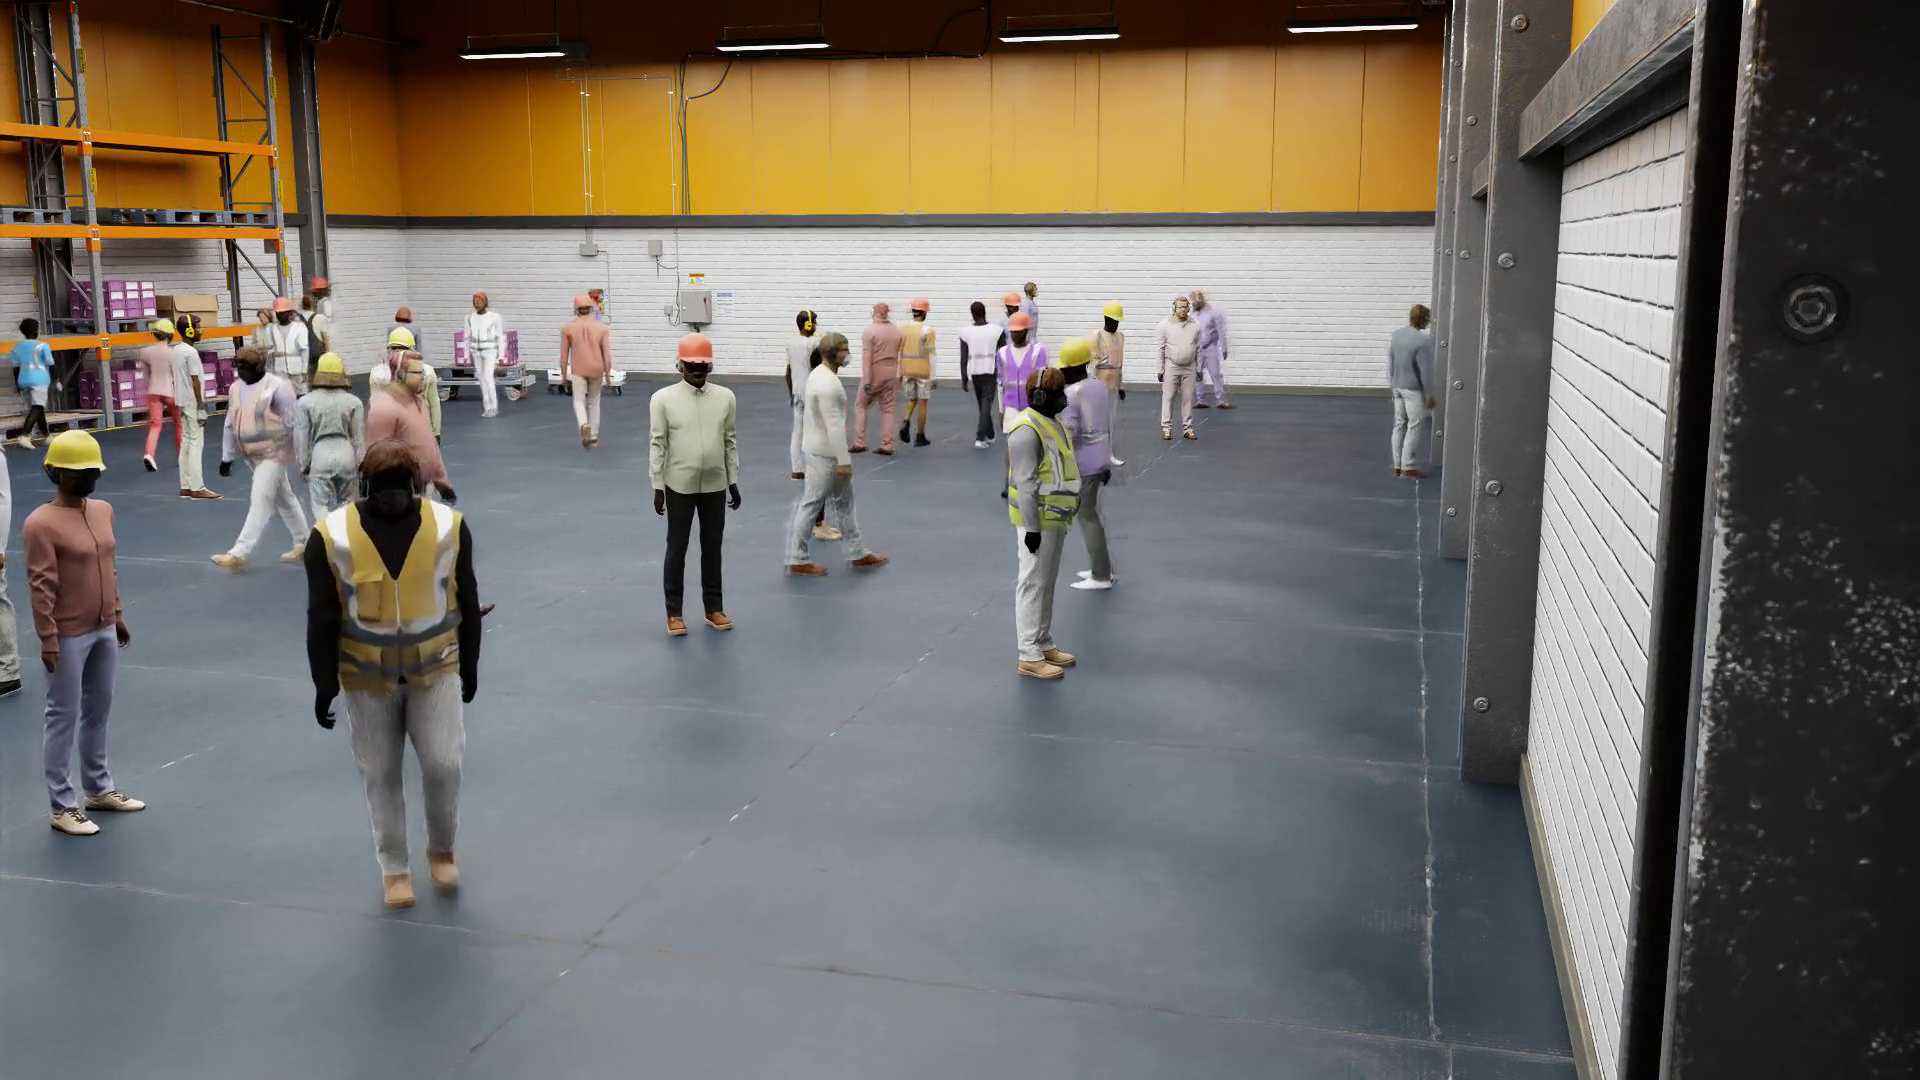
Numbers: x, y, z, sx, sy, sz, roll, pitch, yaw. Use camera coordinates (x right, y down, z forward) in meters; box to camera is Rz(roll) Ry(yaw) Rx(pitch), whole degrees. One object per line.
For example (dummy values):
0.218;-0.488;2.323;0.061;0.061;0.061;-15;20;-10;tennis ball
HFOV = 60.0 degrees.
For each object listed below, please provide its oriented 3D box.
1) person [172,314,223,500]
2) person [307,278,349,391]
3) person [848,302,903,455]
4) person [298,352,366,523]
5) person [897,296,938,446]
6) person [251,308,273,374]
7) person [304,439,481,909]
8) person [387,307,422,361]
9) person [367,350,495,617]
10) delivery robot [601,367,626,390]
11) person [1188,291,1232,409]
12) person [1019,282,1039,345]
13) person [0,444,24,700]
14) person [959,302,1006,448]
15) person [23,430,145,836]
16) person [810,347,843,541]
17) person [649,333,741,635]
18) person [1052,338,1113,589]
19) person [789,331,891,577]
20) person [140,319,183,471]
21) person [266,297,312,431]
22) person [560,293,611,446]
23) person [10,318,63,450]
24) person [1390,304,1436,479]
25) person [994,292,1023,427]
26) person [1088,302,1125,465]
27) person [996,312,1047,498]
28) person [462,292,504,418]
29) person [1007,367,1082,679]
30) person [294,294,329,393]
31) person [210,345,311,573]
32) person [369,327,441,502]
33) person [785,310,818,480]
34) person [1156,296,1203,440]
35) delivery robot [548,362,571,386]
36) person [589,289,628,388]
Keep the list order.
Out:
-7.771;-1.344;16.845;0.516;1.871;0.325;10;14;43;person
-11.183;-3.586;29.163;0.866;2.008;0.630;-8;13;-37;person
-1.045;-1.992;20.509;0.644;1.868;0.730;-9;13;-42;person
-4.879;-0.592;12.967;0.494;1.728;0.571;-5;11;-25;person
-0.549;-2.138;21.191;0.569;1.919;0.464;6;11;29;person
-10.466;-2.699;25.222;0.518;1.625;0.440;1;10;4;person
-2.164;0.523;6.409;0.641;1.831;0.440;-4;11;-20;person
-8.653;-2.815;25.885;0.519;1.605;0.507;-6;12;-31;person
-3.607;-0.338;11.199;0.989;1.856;0.647;0;10;-1;person
-6.079;-2.776;28.411;0.707;0.478;0.477;0;10;2;delivery robot
3.888;-2.968;26.072;0.808;1.864;0.457;7;12;36;person
1.210;-3.513;28.930;0.361;1.939;0.636;2;10;10;person
-5.569;-0.001;9.349;0.600;1.829;0.404;7;12;34;person
0.306;-2.112;21.257;0.610;1.850;1.044;3;10;17;person
-3.836;0.395;7.299;0.327;1.765;0.531;2;10;9;person
-1.185;-0.846;14.507;0.319;1.699;0.533;-1;10;-8;person
-1.734;-0.369;10.974;0.623;1.989;0.399;-6;12;-30;person
0.921;-0.553;12.318;0.451;1.891;0.636;5;11;27;person
-0.921;-0.652;12.834;0.923;1.896;0.652;-1;10;-7;person
-9.119;-1.662;19.037;0.522;1.733;0.828;0;10;-1;person
-8.866;-2.266;22.014;0.545;1.898;0.958;-1;10;-6;person
-4.719;-2.130;21.032;0.627;1.973;0.774;-3;11;-18;person
-11.708;-1.970;20.988;0.537;1.659;0.868;2;10;13;person
4.970;-1.630;18.356;0.431;1.916;0.671;-4;11;-21;person
0.749;-2.515;23.336;0.568;1.915;0.523;-8;13;-37;person
1.727;-1.804;19.321;0.396;1.915;0.589;9;14;43;person
0.642;-1.403;17.140;0.565;1.888;0.996;2;10;13;person
-7.115;-2.742;24.768;0.573;1.865;0.579;2;10;13;person
0.512;-0.111;9.946;0.429;1.844;0.625;3;11;18;person
-9.836;-2.825;25.364;0.542;1.820;0.542;0;10;-2;person
-5.528;-0.647;13.151;0.646;1.779;0.977;7;12;34;person
-4.974;-0.990;14.950;0.601;1.827;0.404;-3;11;-18;person
-1.671;-1.562;18.100;0.518;1.865;0.327;9;13;41;person
2.909;-2.267;21.999;0.647;1.903;0.400;-2;10;-10;person
-6.764;-2.825;28.687;0.707;0.478;0.477;6;11;29;delivery robot
-6.543;-3.633;30.027;0.979;1.786;0.587;-2;10;-14;person
